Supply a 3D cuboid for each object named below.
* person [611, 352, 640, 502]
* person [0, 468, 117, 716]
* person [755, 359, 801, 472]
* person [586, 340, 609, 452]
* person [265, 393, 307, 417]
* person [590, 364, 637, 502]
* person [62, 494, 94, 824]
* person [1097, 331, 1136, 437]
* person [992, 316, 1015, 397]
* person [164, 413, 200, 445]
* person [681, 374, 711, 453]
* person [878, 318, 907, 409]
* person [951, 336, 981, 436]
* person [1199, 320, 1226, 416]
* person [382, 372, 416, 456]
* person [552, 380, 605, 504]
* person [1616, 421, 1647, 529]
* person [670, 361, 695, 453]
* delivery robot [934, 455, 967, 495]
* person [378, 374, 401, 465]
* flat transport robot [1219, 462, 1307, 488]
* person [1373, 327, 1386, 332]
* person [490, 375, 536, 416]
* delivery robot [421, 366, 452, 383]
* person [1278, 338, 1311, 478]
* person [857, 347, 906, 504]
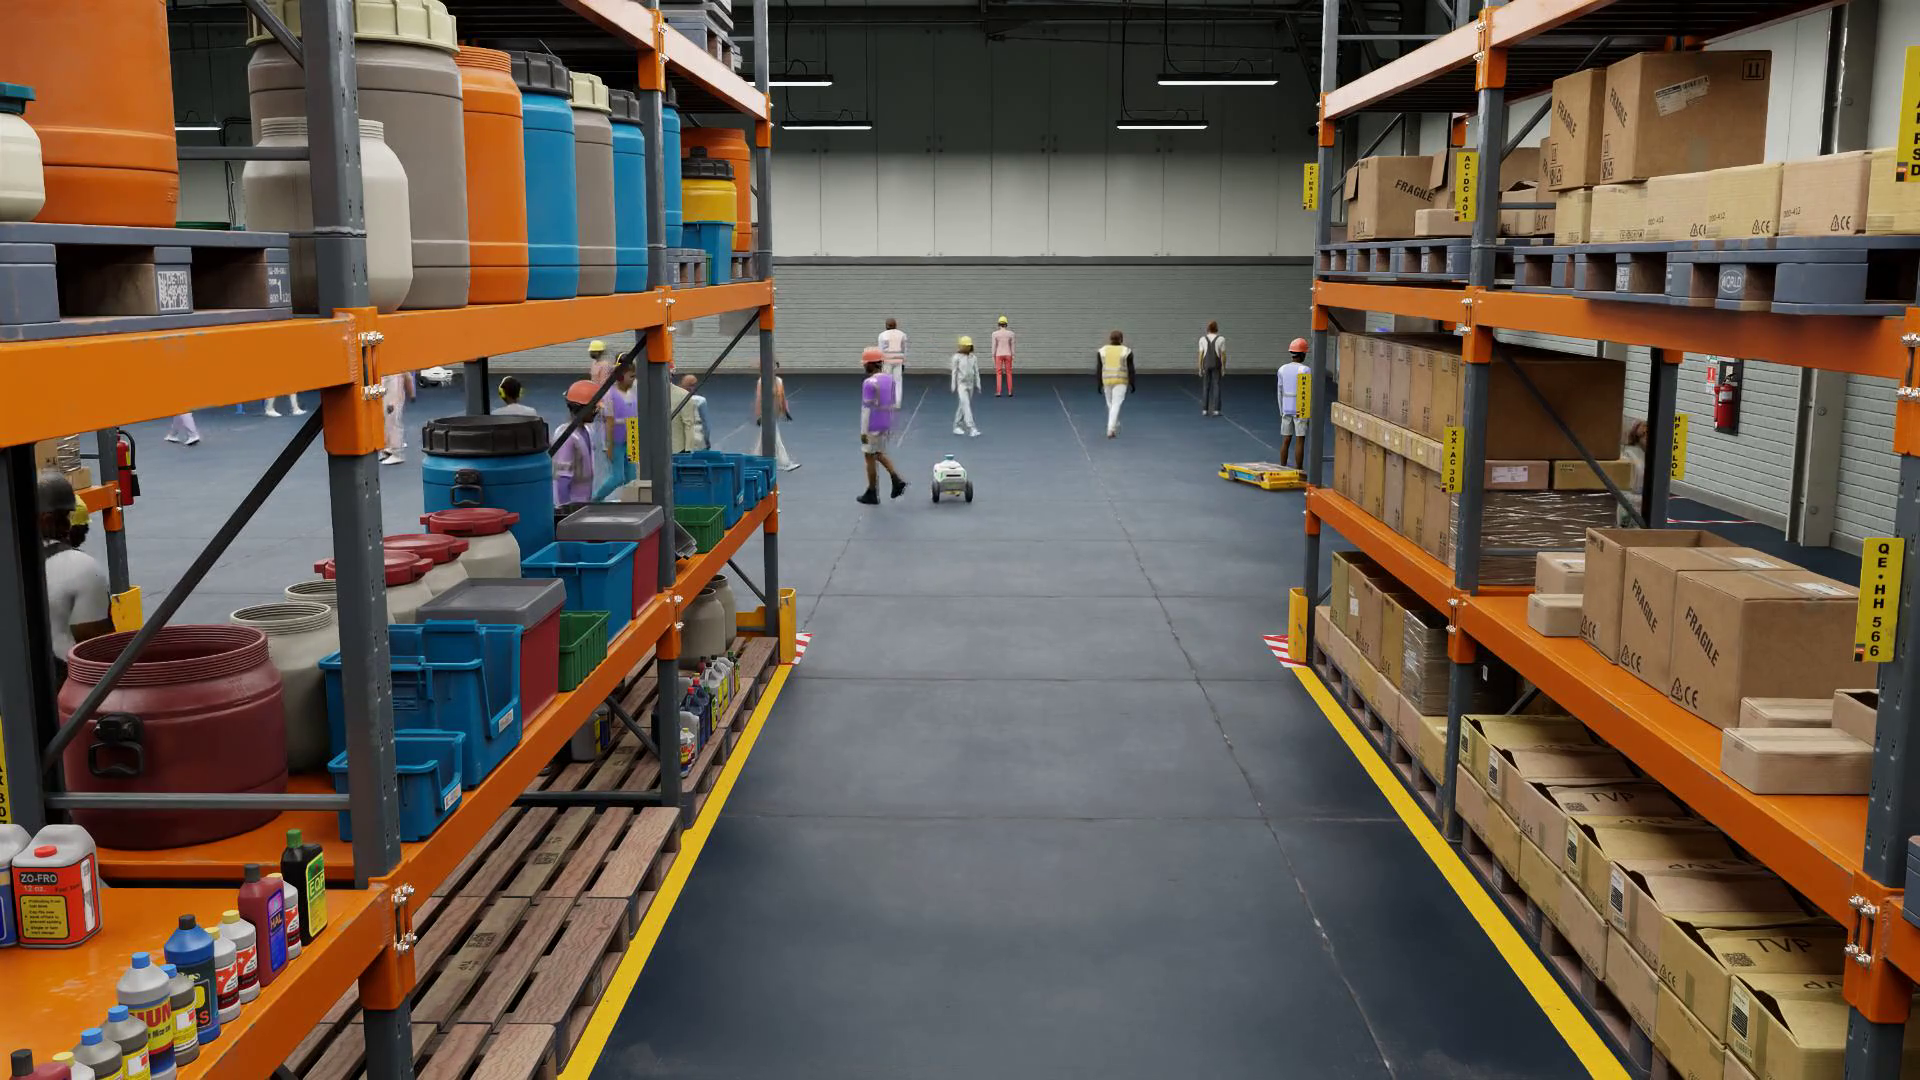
[{"bbox_3d":[-4.090,-1.359,20.340,0.323,1.865,0.517,5,11,28],"label":"person"},{"bbox_3d":[-4.124,0.677,7.721,0.712,2.000,0.702,2,10,12],"label":"person"},{"bbox_3d":[-2.623,-1.747,23.454,0.899,1.587,0.521,5,11,26],"label":"person"},{"bbox_3d":[-5.688,-2.225,25.885,0.763,1.738,0.549,-7,12,-35],"label":"person"},{"bbox_3d":[-12.972,-3.271,31.905,0.918,1.818,0.544,1,10,9],"label":"person"},{"bbox_3d":[-3.875,-1.079,18.771,0.579,1.822,0.604,4,10,25],"label":"person"},{"bbox_3d":[-4.651,0.626,8.732,0.559,1.750,0.379,4,10,22],"label":"person"},{"bbox_3d":[2.690,-2.684,28.487,0.639,1.786,0.983,4,10,22],"label":"person"},{"bbox_3d":[0.949,-4.053,36.749,0.527,1.765,0.329,-2,10,-9],"label":"person"},{"bbox_3d":[-12.728,-2.490,27.103,0.985,1.867,0.636,4,10,22],"label":"person"},{"bbox_3d":[-3.323,-1.216,20.265,0.537,1.598,0.813,6,11,33],"label":"person"},{"bbox_3d":[-1.377,-3.566,33.605,0.641,1.842,0.429,-4,10,-25],"label":"person"},{"bbox_3d":[0.118,-2.629,28.414,0.501,1.689,0.892,-7,12,-36],"label":"person"},{"bbox_3d":[4.893,-3.339,32.235,0.513,1.843,0.325,3,10,16],"label":"person"},{"bbox_3d":[-8.782,-2.246,25.678,0.640,1.854,1.041,1,10,9],"label":"person"},{"bbox_3d":[-3.072,-0.279,13.402,0.477,2.018,0.636,1,10,6],"label":"person"},{"bbox_3d":[5.839,-0.235,14.393,0.537,1.588,0.880,-5,11,-29],"label":"person"},{"bbox_3d":[-3.109,-0.965,17.563,0.623,1.992,0.396,4,10,21],"label":"person"},{"bbox_3d":[-0.124,-0.822,20.861,0.477,0.478,0.707,-1,10,-7],"label":"delivery robot"},{"bbox_3d":[-8.490,-2.033,24.263,0.671,1.887,0.659,8,12,39],"label":"person"},{"bbox_3d":[4.098,-0.882,22.349,0.652,0.197,1.431,-3,10,-18],"label":"flat transport robot"},{"bbox_3d":[6.973,-2.519,27.167,0.616,1.902,0.862,-8,12,-39],"label":"person"},{"bbox_3d":[-4.435,-0.726,16.622,0.524,1.840,0.875,-9,13,-43],"label":"person"},{"bbox_3d":[-12.436,-3.934,39.498,0.707,0.478,0.477,3,10,17],"label":"delivery robot"},{"bbox_3d":[4.514,-1.730,22.318,0.358,1.938,0.542,-8,12,-40],"label":"person"},{"bbox_3d":[-1.004,-1.400,20.369,0.556,1.925,0.571,6,11,32],"label":"person"}]
